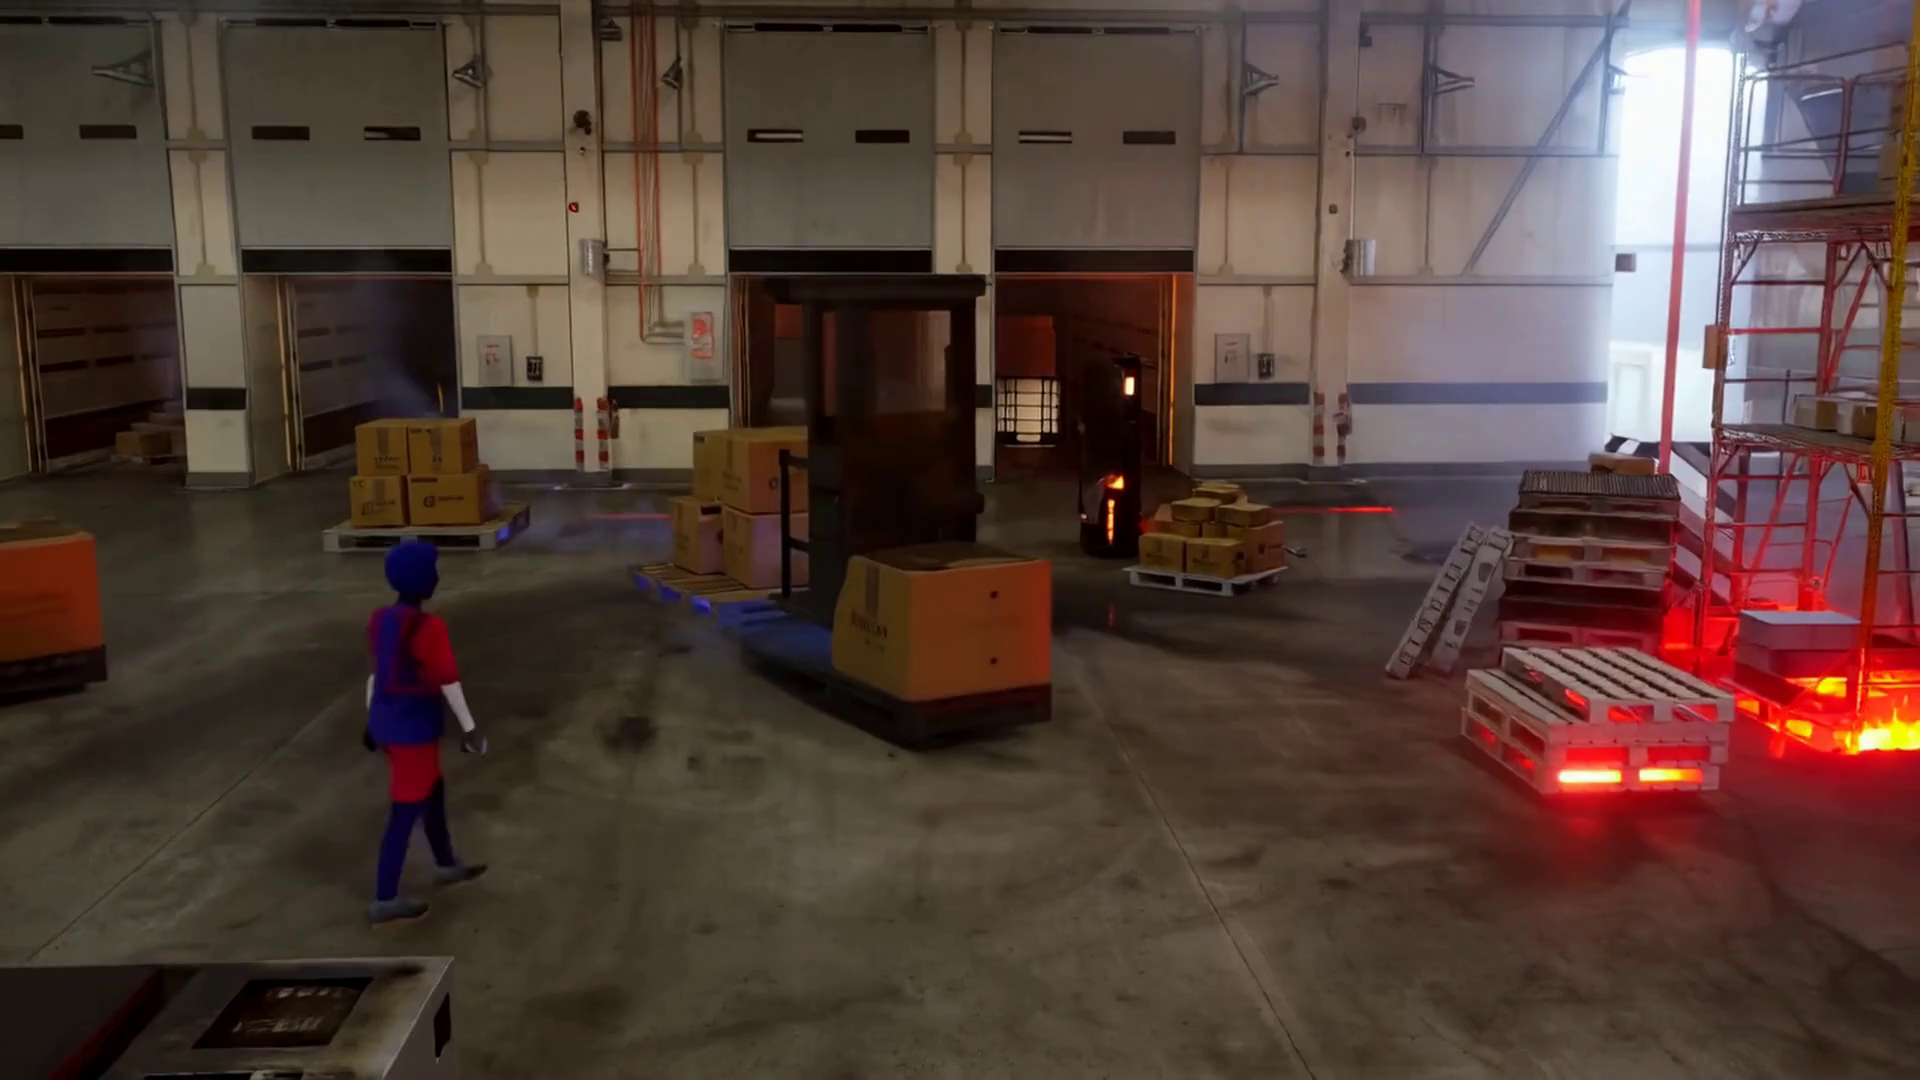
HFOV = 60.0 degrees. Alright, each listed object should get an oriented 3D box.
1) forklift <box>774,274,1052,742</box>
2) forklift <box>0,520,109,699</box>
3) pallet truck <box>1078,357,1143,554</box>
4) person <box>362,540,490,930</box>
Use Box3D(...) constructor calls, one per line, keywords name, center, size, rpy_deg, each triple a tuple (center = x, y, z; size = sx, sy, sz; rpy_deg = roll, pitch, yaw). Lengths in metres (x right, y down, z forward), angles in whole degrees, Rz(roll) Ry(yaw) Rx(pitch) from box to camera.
Box3D(name="forklift", center=(-0.316, -0.298, 10.619), size=(1.129, 2.768, 1.873), rpy_deg=(-5, 10, -30))
Box3D(name="forklift", center=(-6.798, -0.330, 10.821), size=(1.129, 2.768, 1.873), rpy_deg=(9, 13, 44))
Box3D(name="pallet truck", center=(2.088, -0.836, 16.757), size=(1.885, 1.965, 0.823), rpy_deg=(2, 9, 13))
Box3D(name="person", center=(-2.325, 0.828, 7.333), size=(0.755, 1.669, 0.546), rpy_deg=(-9, 13, -44))
